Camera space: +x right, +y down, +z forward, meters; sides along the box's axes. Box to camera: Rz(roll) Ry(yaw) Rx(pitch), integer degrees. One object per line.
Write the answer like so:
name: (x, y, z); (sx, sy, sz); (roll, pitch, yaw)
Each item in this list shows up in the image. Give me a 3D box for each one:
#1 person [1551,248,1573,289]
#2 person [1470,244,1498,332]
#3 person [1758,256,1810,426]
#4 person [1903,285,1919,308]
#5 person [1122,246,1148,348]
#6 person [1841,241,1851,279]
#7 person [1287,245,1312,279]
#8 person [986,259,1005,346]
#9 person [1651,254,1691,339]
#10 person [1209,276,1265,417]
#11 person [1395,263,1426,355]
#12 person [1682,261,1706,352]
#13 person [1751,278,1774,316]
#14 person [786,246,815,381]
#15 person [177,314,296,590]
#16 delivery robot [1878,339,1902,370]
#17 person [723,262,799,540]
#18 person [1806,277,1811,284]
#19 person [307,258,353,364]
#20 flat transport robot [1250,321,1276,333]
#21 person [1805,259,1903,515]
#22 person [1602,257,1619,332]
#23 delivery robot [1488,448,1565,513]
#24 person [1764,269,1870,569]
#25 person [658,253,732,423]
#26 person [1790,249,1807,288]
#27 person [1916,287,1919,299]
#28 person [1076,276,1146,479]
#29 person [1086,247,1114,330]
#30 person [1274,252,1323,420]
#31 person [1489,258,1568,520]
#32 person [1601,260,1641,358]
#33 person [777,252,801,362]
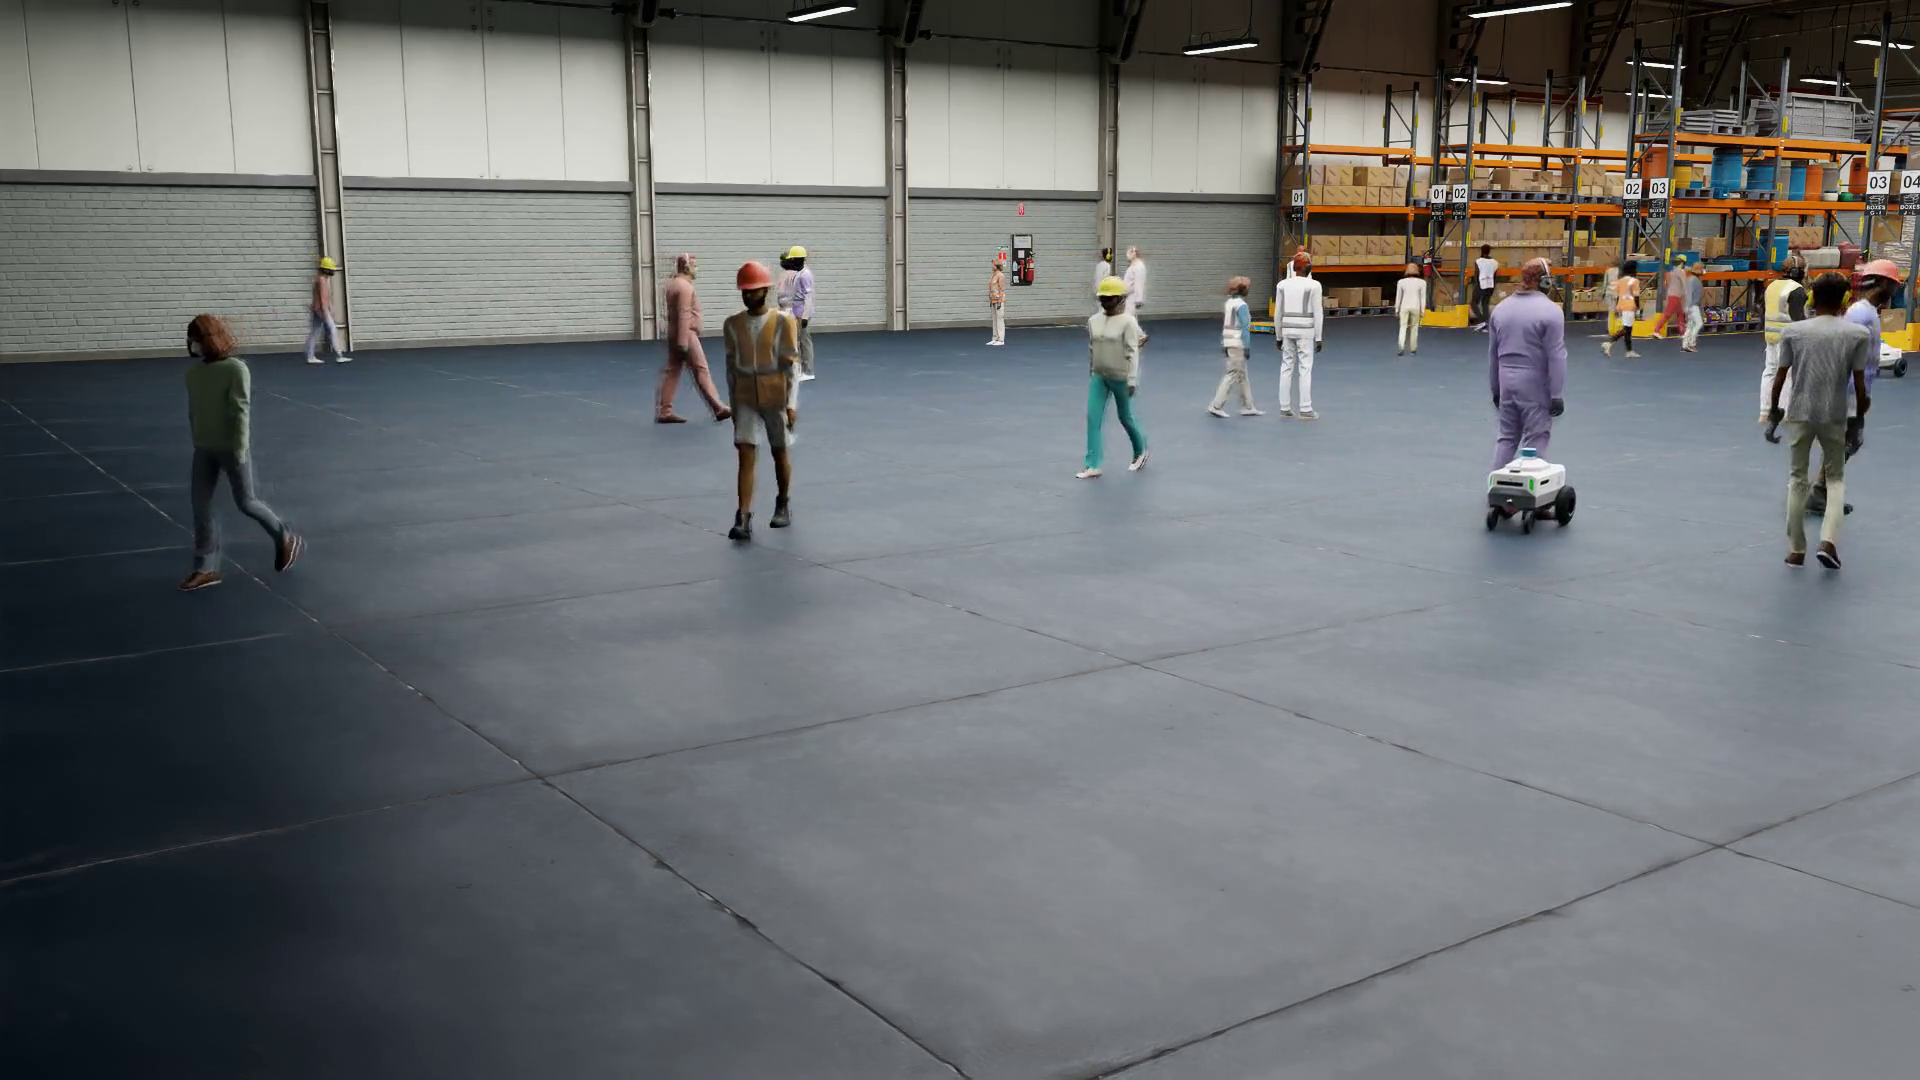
person: (15.743, -6.775, 43.528); (0.612, 1.814, 0.439); (10, 14, 43)
person: (11.310, -5.436, 35.943); (0.615, 1.897, 0.468); (-4, 11, -22)
person: (9.054, -2.176, 18.235); (0.429, 1.842, 0.629); (-1, 10, -4)
person: (21.940, -5.847, 38.162); (0.594, 1.921, 0.630); (-8, 13, -38)
person: (3.122, -4.381, 30.186); (0.433, 1.888, 0.665); (-1, 10, -6)
person: (22.149, -6.513, 41.743); (0.361, 1.940, 0.543); (-5, 11, -25)
person: (6.809, -4.953, 33.333); (0.354, 1.887, 0.572); (-10, 14, -43)
person: (0.701, -4.509, 31.564); (0.309, 1.645, 0.514); (-3, 11, -18)
person: (14.358, -4.886, 33.451); (0.886, 1.703, 0.619); (0, 10, 1)
person: (3.170, -2.201, 18.996); (0.703, 1.613, 0.534); (-1, 10, -8)
person: (7.855, -4.025, 29.007); (0.515, 1.613, 0.708); (4, 11, 19)
person: (13.137, -4.139, 29.608); (0.524, 1.614, 0.524); (8, 13, 38)
person: (20.935, -6.841, 43.417); (0.470, 1.981, 0.642); (-9, 13, -39)
person: (-2.289, -3.248, 23.874); (0.382, 1.924, 0.594); (-3, 11, -15)
person: (-4.361, -0.544, 9.909); (0.499, 1.609, 0.738); (4, 11, 19)
delivery robot: (13.520, -2.715, 24.458); (0.707, 0.478, 0.477); (-7, 12, -32)
person: (-1.370, -0.968, 11.492); (0.562, 1.884, 0.990); (2, 10, 9)
person: (24.563, -7.743, 48.349); (0.575, 1.988, 0.675); (8, 13, 36)
person: (-10.262, -3.698, 26.942); (0.749, 1.706, 0.547); (-4, 11, -21)
flat transport robot: (6.663, -4.540, 35.502); (0.652, 0.197, 1.431); (-7, 13, -34)
person: (6.640, -1.127, 12.343); (0.525, 1.890, 0.569); (6, 12, 29)
person: (14.256, -5.329, 36.103); (0.598, 1.614, 0.545); (-8, 13, -37)
delivery robot: (4.036, -0.412, 11.835); (0.477, 0.478, 0.707); (8, 13, 37)
person: (5.276, -0.733, 10.270); (0.548, 1.862, 0.434); (5, 11, 25)
person: (-2.925, -2.223, 18.412); (0.951, 1.860, 0.679); (-4, 11, -21)
person: (17.820, -5.304, 35.510); (0.951, 1.804, 0.523); (-7, 12, -33)
person: (21.331, -5.521, 36.659); (0.730, 1.816, 0.602); (-5, 12, -27)
person: (1.346, -1.418, 14.385); (0.536, 1.729, 0.879); (8, 13, 38)
person: (2.876, -5.068, 34.097); (0.537, 1.841, 0.583); (-3, 11, -18)
person: (3.827, -2.298, 18.788); (0.577, 1.882, 0.349); (9, 14, 40)
person: (4.170, -1.100, 12.163); (0.403, 1.904, 0.651); (-6, 12, -28)
person: (11.225, -3.902, 28.142); (0.740, 1.674, 0.530); (-1, 10, -7)
person: (-2.877, -3.787, 27.159); (0.930, 1.801, 0.656); (-5, 11, -25)
